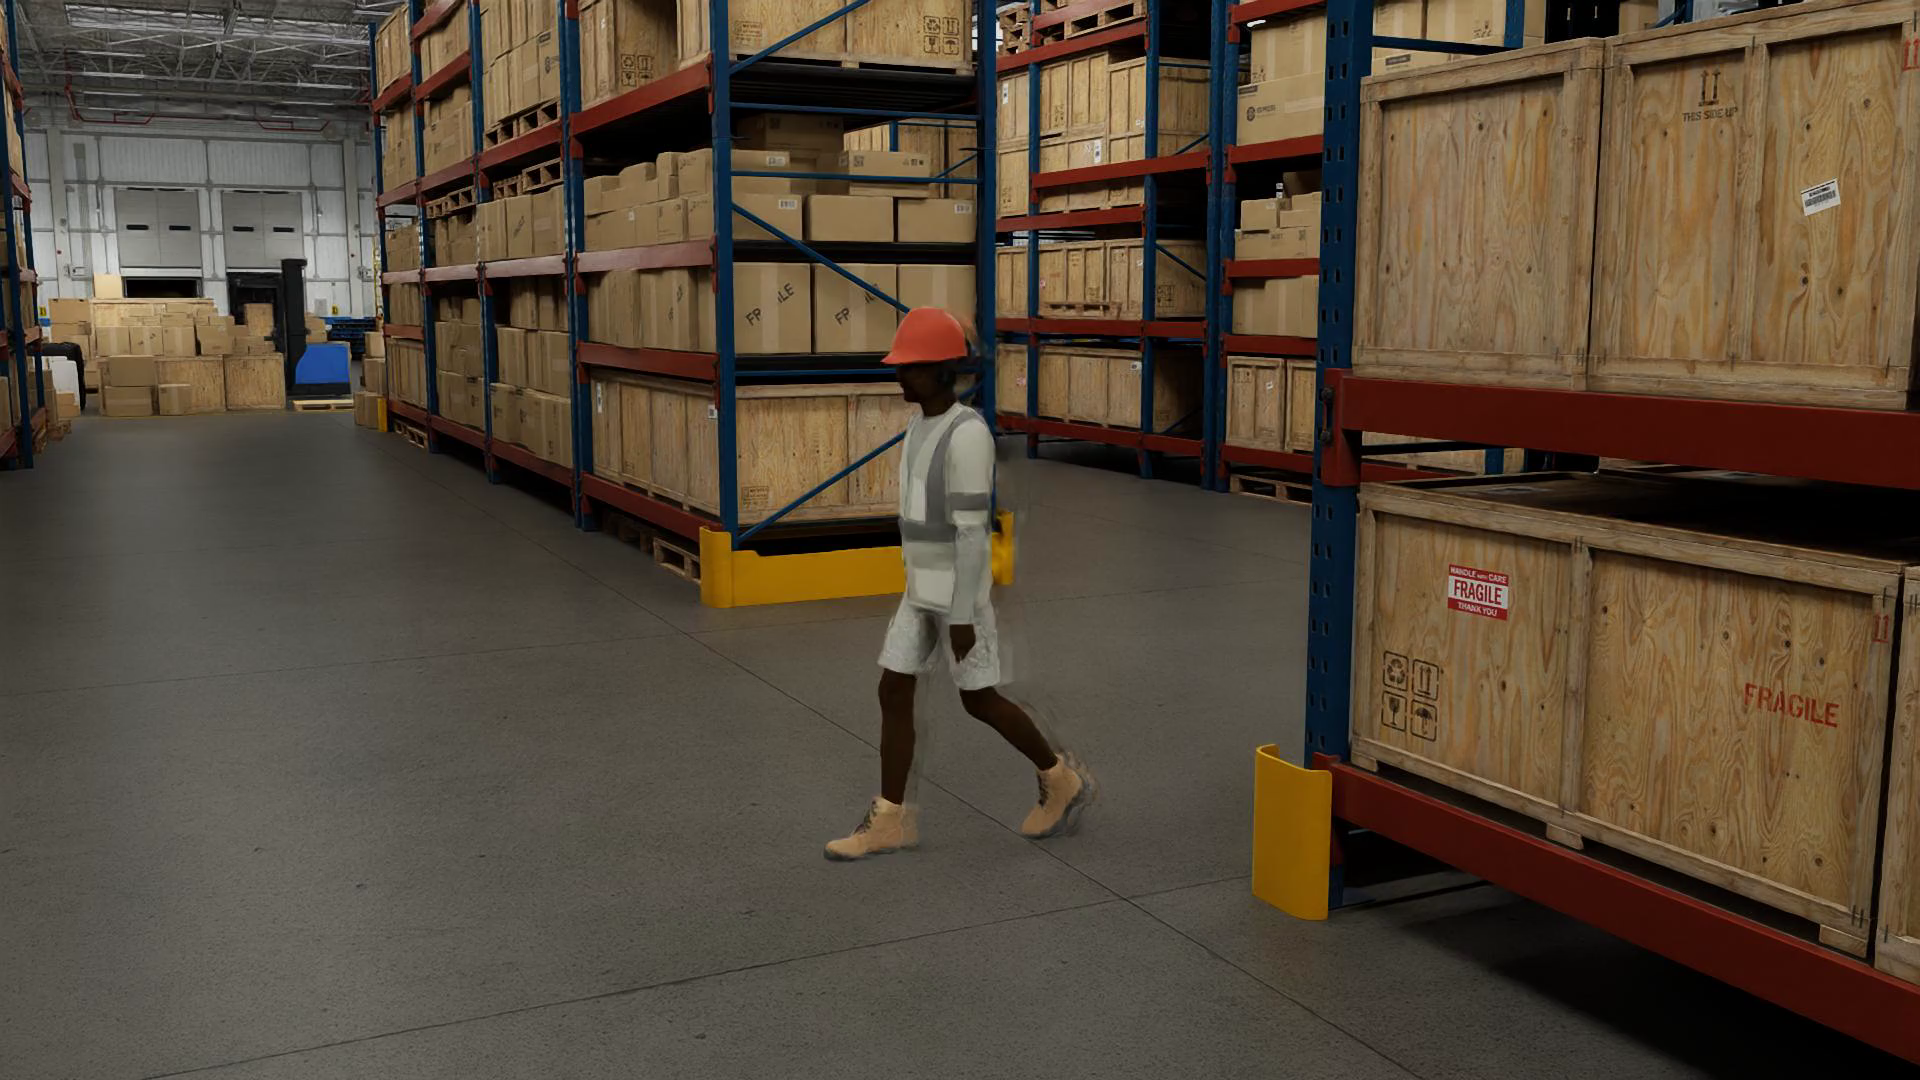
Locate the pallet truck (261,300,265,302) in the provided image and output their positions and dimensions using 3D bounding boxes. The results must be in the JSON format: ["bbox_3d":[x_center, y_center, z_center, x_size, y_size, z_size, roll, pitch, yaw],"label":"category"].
[{"bbox_3d":[-23.913,-7.404,58.171,1.885,1.965,0.823,-1,8,-9],"label":"pallet truck"}]

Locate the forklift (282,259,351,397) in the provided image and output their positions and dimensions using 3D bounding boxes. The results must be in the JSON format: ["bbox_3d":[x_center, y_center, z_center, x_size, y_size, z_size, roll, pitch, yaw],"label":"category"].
[{"bbox_3d":[-13.505,-4.315,33.843,1.873,2.768,1.129,-4,9,-27],"label":"forklift"}]

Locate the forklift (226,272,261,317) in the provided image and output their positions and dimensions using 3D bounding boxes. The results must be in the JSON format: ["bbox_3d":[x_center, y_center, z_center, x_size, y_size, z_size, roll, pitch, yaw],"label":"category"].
[{"bbox_3d":[-21.439,-6.646,49.917,1.873,2.768,1.129,6,10,35],"label":"forklift"}]

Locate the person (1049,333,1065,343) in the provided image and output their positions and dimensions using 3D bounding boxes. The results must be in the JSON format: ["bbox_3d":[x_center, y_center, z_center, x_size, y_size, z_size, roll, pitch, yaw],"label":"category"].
[{"bbox_3d":[1.917,-3.629,32.344,0.379,1.937,0.547,0,8,1],"label":"person"}]

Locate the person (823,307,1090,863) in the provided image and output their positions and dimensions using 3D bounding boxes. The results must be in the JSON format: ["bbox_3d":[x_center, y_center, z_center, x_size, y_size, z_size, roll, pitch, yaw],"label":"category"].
[{"bbox_3d":[0.022,0.160,6.032,0.999,2.007,0.621,-4,9,-24],"label":"person"}]
